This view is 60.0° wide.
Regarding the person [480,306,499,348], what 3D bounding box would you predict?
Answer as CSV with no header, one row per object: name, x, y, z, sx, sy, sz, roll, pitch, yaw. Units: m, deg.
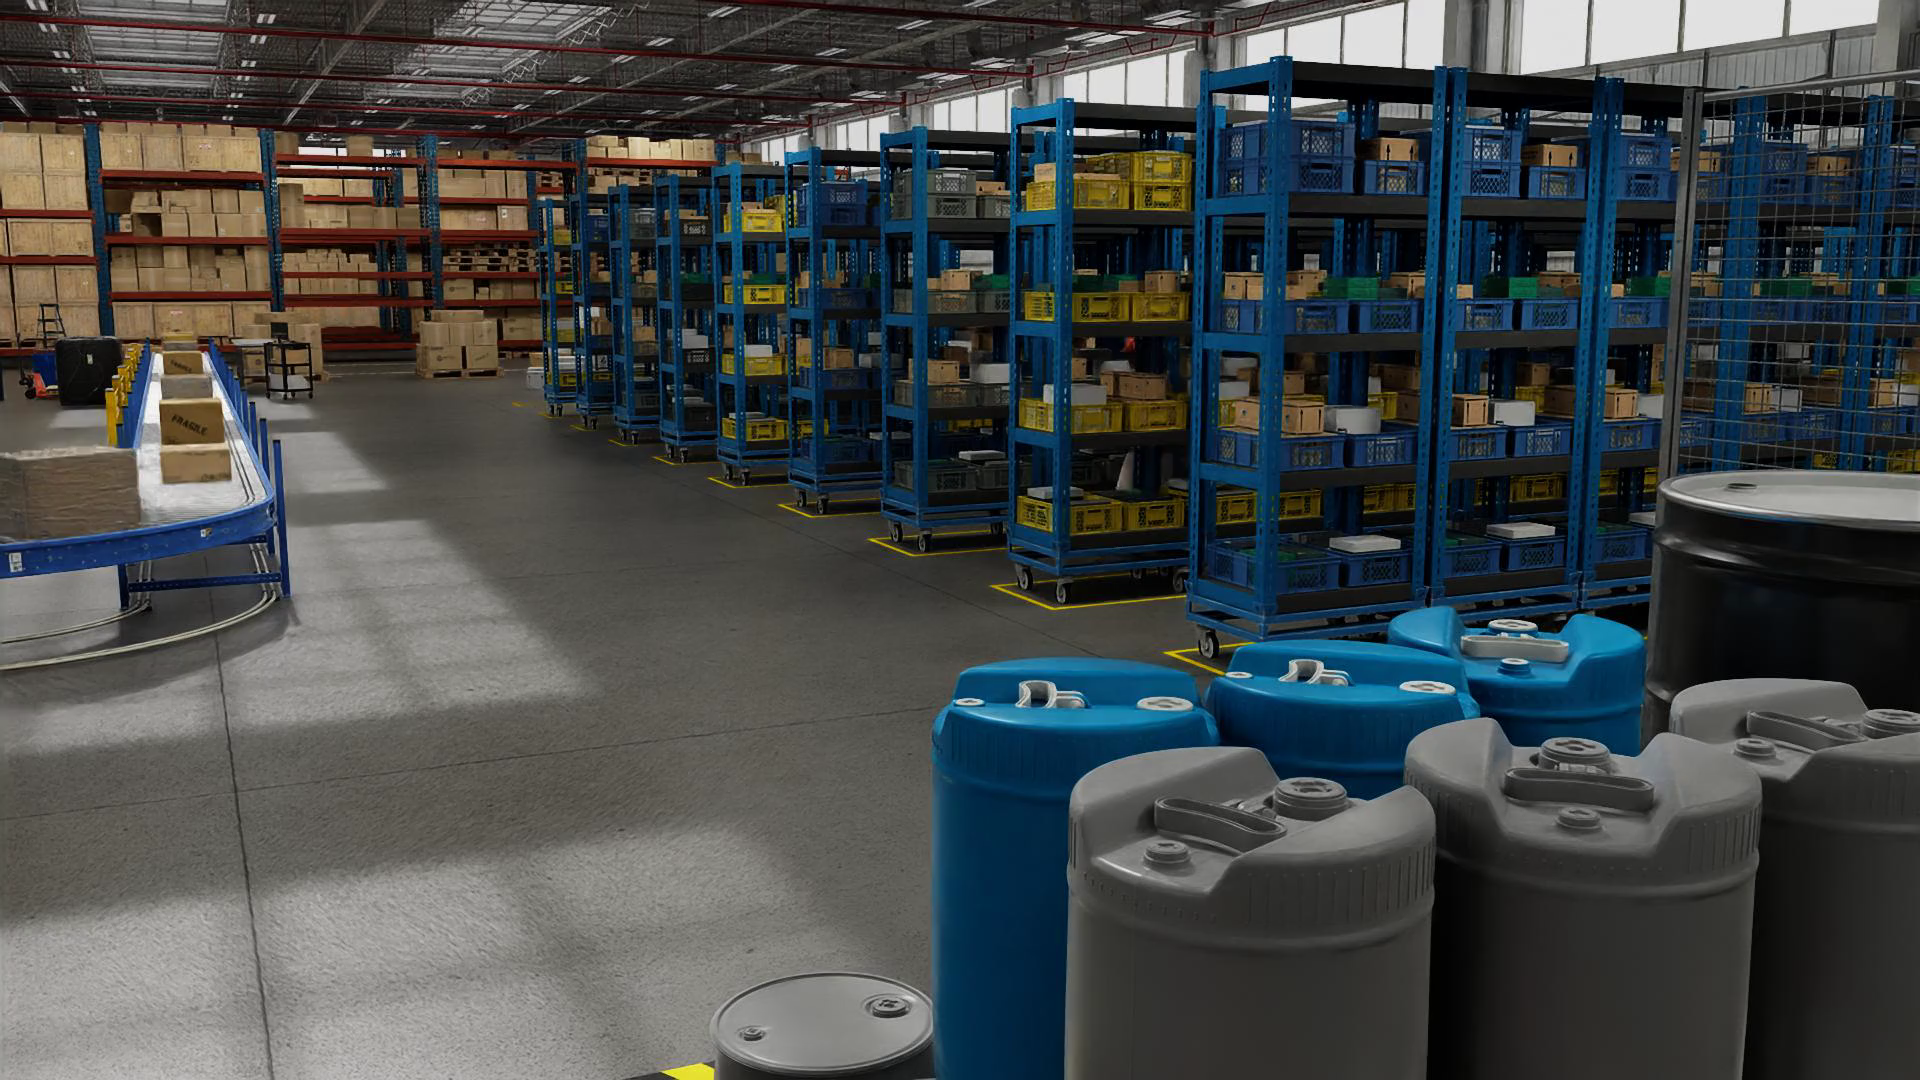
person,-14.225,-6.682,50.297,0.619,1.992,0.396,-4,10,-25

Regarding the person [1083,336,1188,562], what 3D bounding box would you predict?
person,1.462,-0.735,13.551,1.026,1.938,0.633,-5,10,-27

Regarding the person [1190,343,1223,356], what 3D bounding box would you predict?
person,3.446,-2.240,23.224,0.597,1.831,0.403,6,11,31

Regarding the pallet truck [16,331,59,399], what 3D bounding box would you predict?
pallet truck,-17.082,-3.353,31.781,1.630,1.274,0.653,-4,10,-25

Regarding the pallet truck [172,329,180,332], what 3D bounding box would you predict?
pallet truck,-17.275,-3.851,35.096,1.601,1.201,0.680,0,9,1
